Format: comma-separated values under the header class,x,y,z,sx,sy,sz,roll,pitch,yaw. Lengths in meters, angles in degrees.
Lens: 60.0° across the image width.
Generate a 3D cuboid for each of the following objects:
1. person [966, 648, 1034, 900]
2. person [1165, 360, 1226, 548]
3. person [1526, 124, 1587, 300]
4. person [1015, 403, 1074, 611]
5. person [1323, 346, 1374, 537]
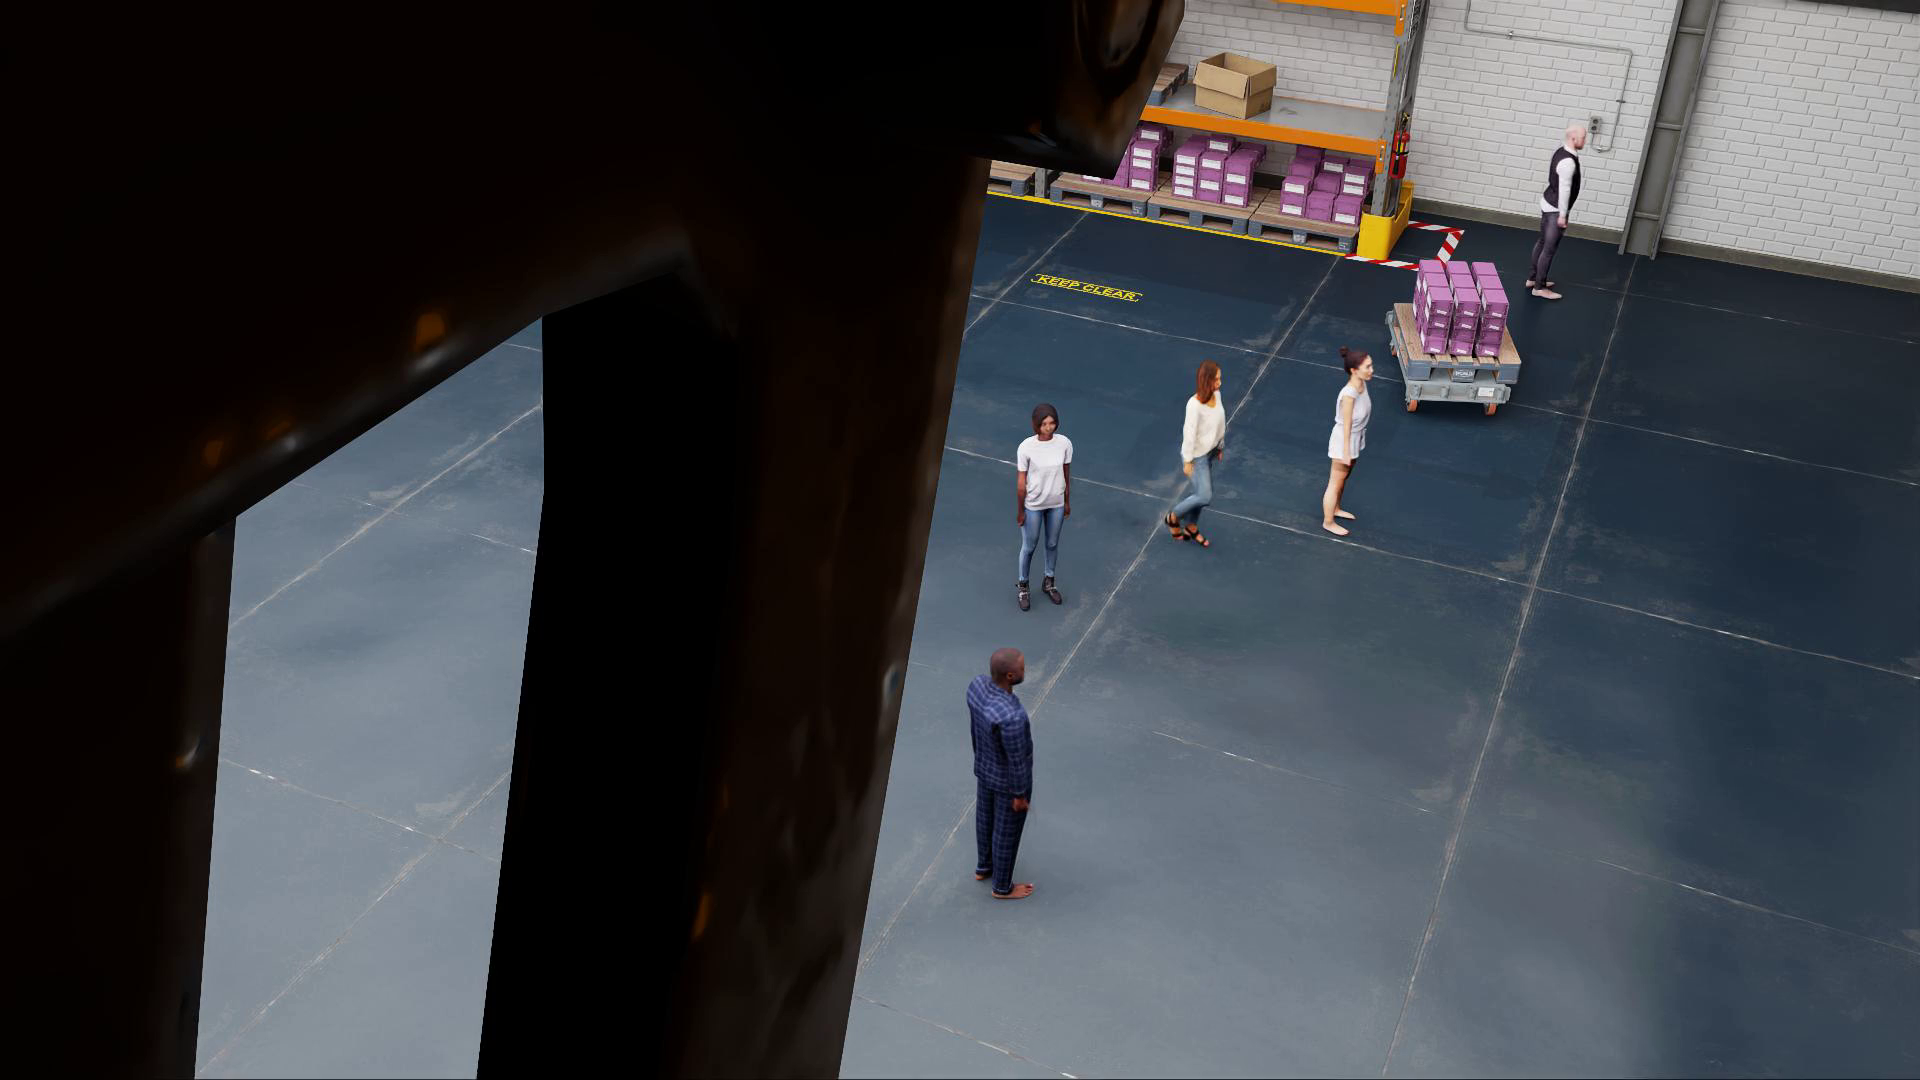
class,x,y,z,sx,sy,sz,roll,pitch,yaw
person,0.249,1.396,10.017,0.839,1.826,0.747,-17,37,-24
person,1.852,-0.708,13.323,0.673,1.669,0.652,20,39,27
person,6.192,-3.425,17.271,0.717,1.825,0.758,4,34,6
person,0.627,-0.264,12.610,0.659,1.719,0.726,-10,35,-15
person,3.155,-0.820,13.550,0.531,1.605,0.548,15,36,21
